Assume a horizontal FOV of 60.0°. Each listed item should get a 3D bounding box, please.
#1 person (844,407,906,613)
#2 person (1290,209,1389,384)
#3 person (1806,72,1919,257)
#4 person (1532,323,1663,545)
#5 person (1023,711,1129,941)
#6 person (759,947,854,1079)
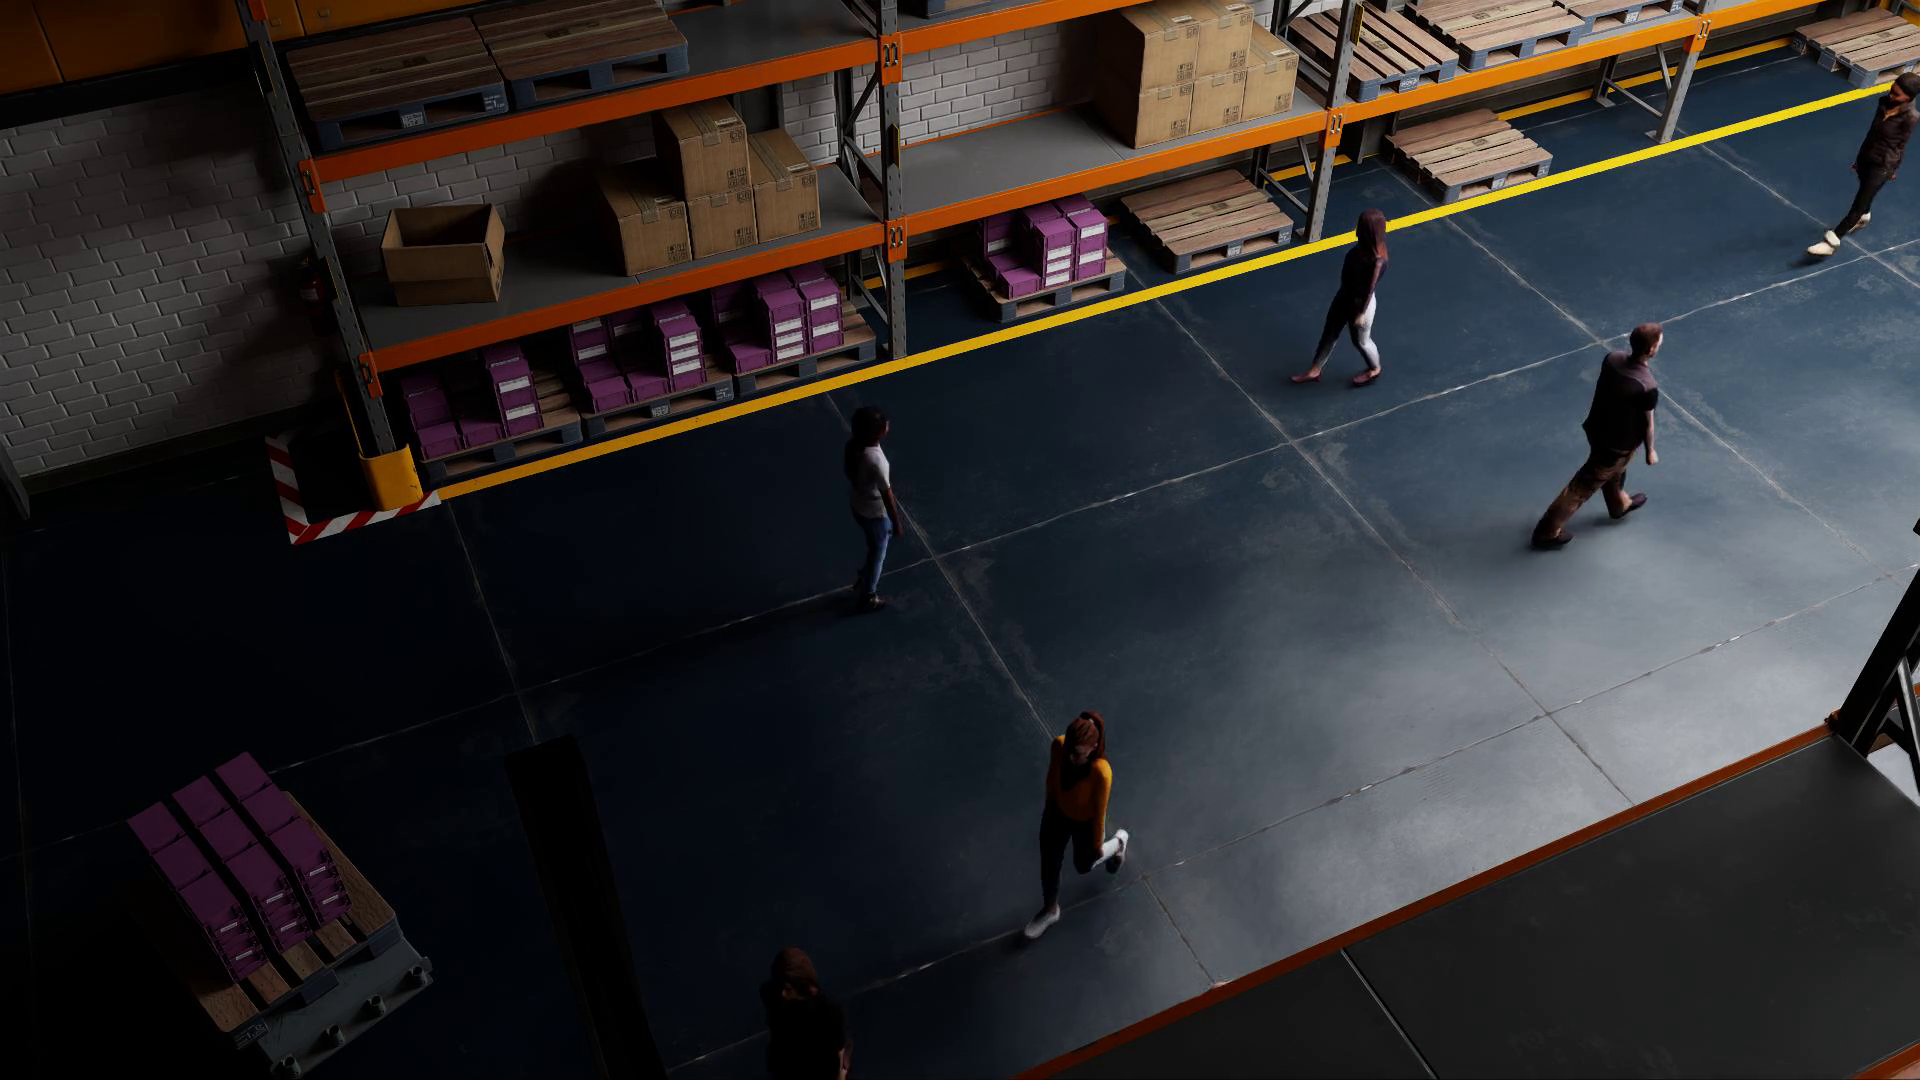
[{"bbox_3d":[-0.649,-0.173,10.884,0.608,1.711,0.602,-19,47,-19],"label":"person"},{"bbox_3d":[3.082,-1.808,12.694,1.012,1.581,0.764,-6,44,-7],"label":"person"},{"bbox_3d":[7.624,-3.166,14.091,1.103,1.622,0.658,-14,45,-14],"label":"person"},{"bbox_3d":[4.357,-0.669,11.349,1.243,1.788,0.905,-7,44,-7],"label":"person"},{"bbox_3d":[0.693,1.501,9.113,1.118,1.730,0.860,-34,53,-31],"label":"person"},{"bbox_3d":[-0.709,2.455,8.143,0.967,1.686,1.009,13,45,14],"label":"person"}]
